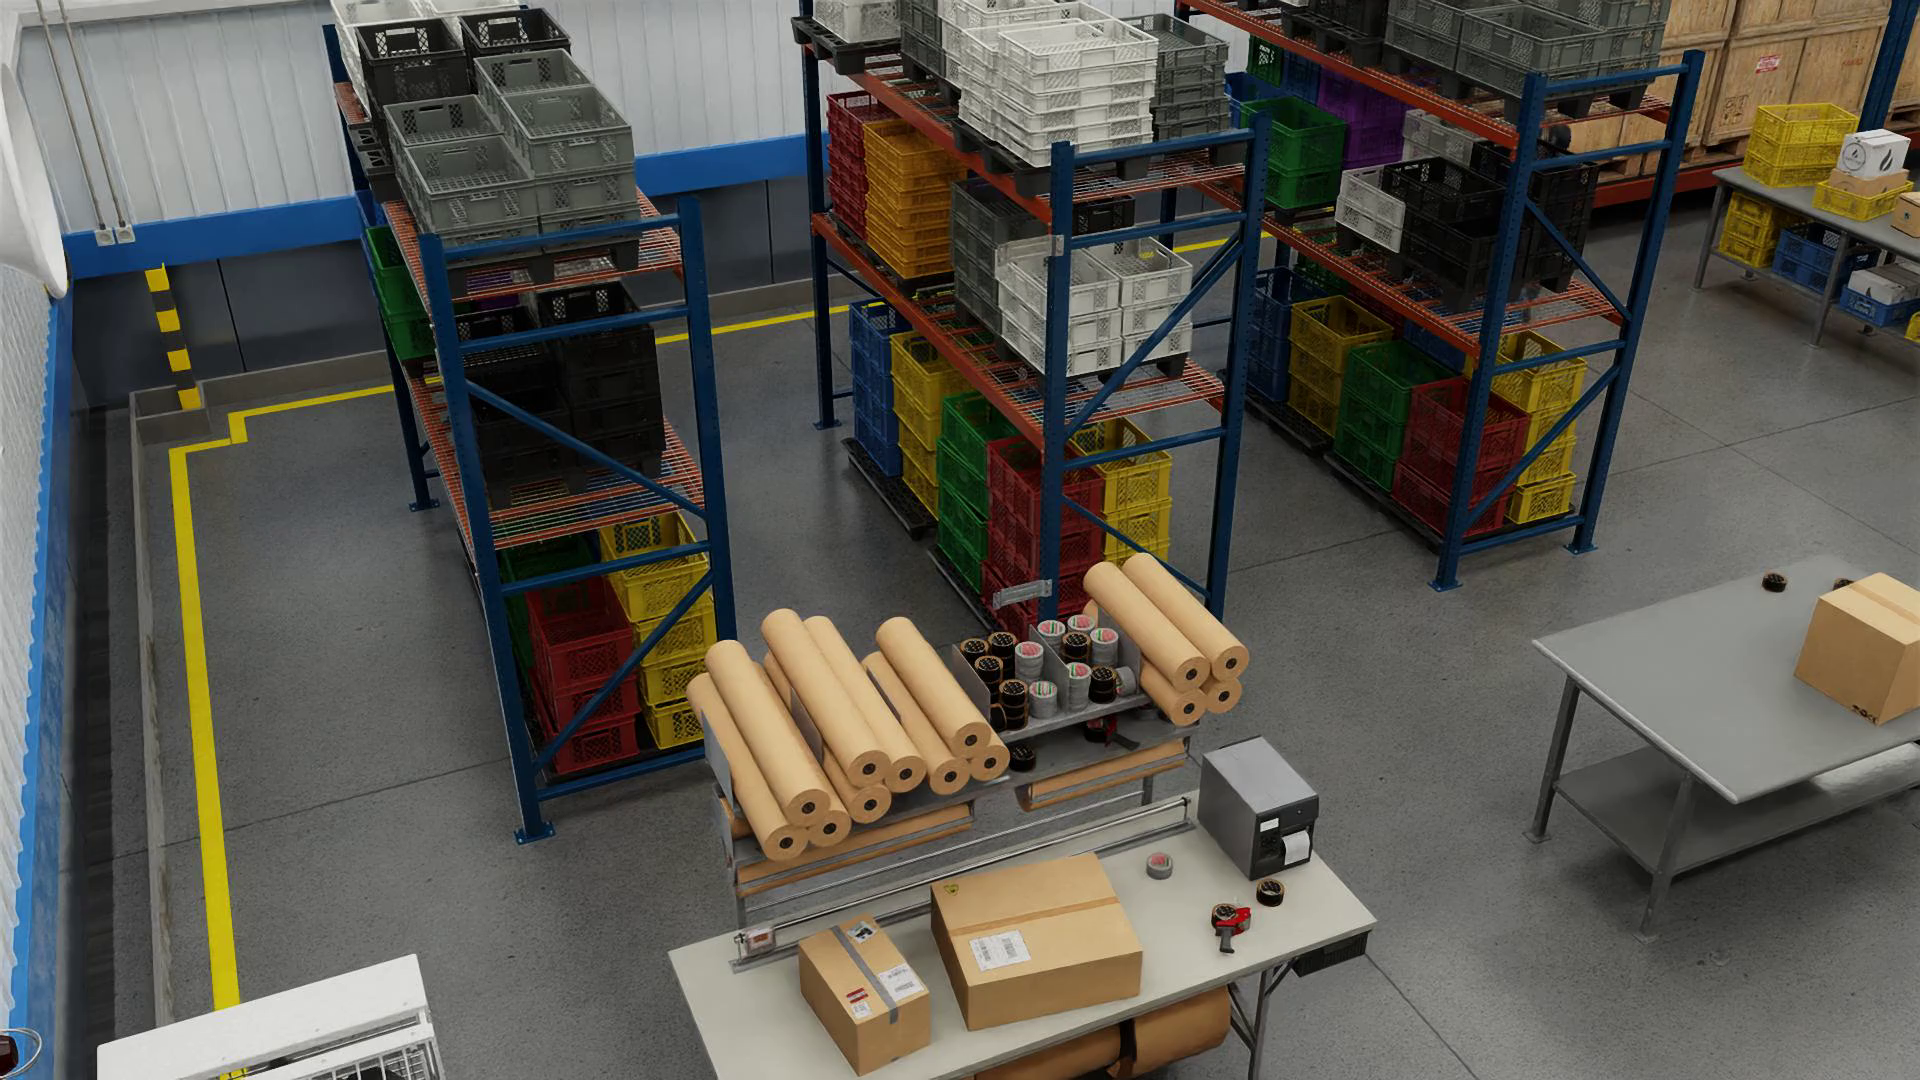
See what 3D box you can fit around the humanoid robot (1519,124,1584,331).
[{"bbox_3d":[4.322,-2.442,12.618,0.599,1.627,0.672,4,32,7],"label":"humanoid robot"}]
